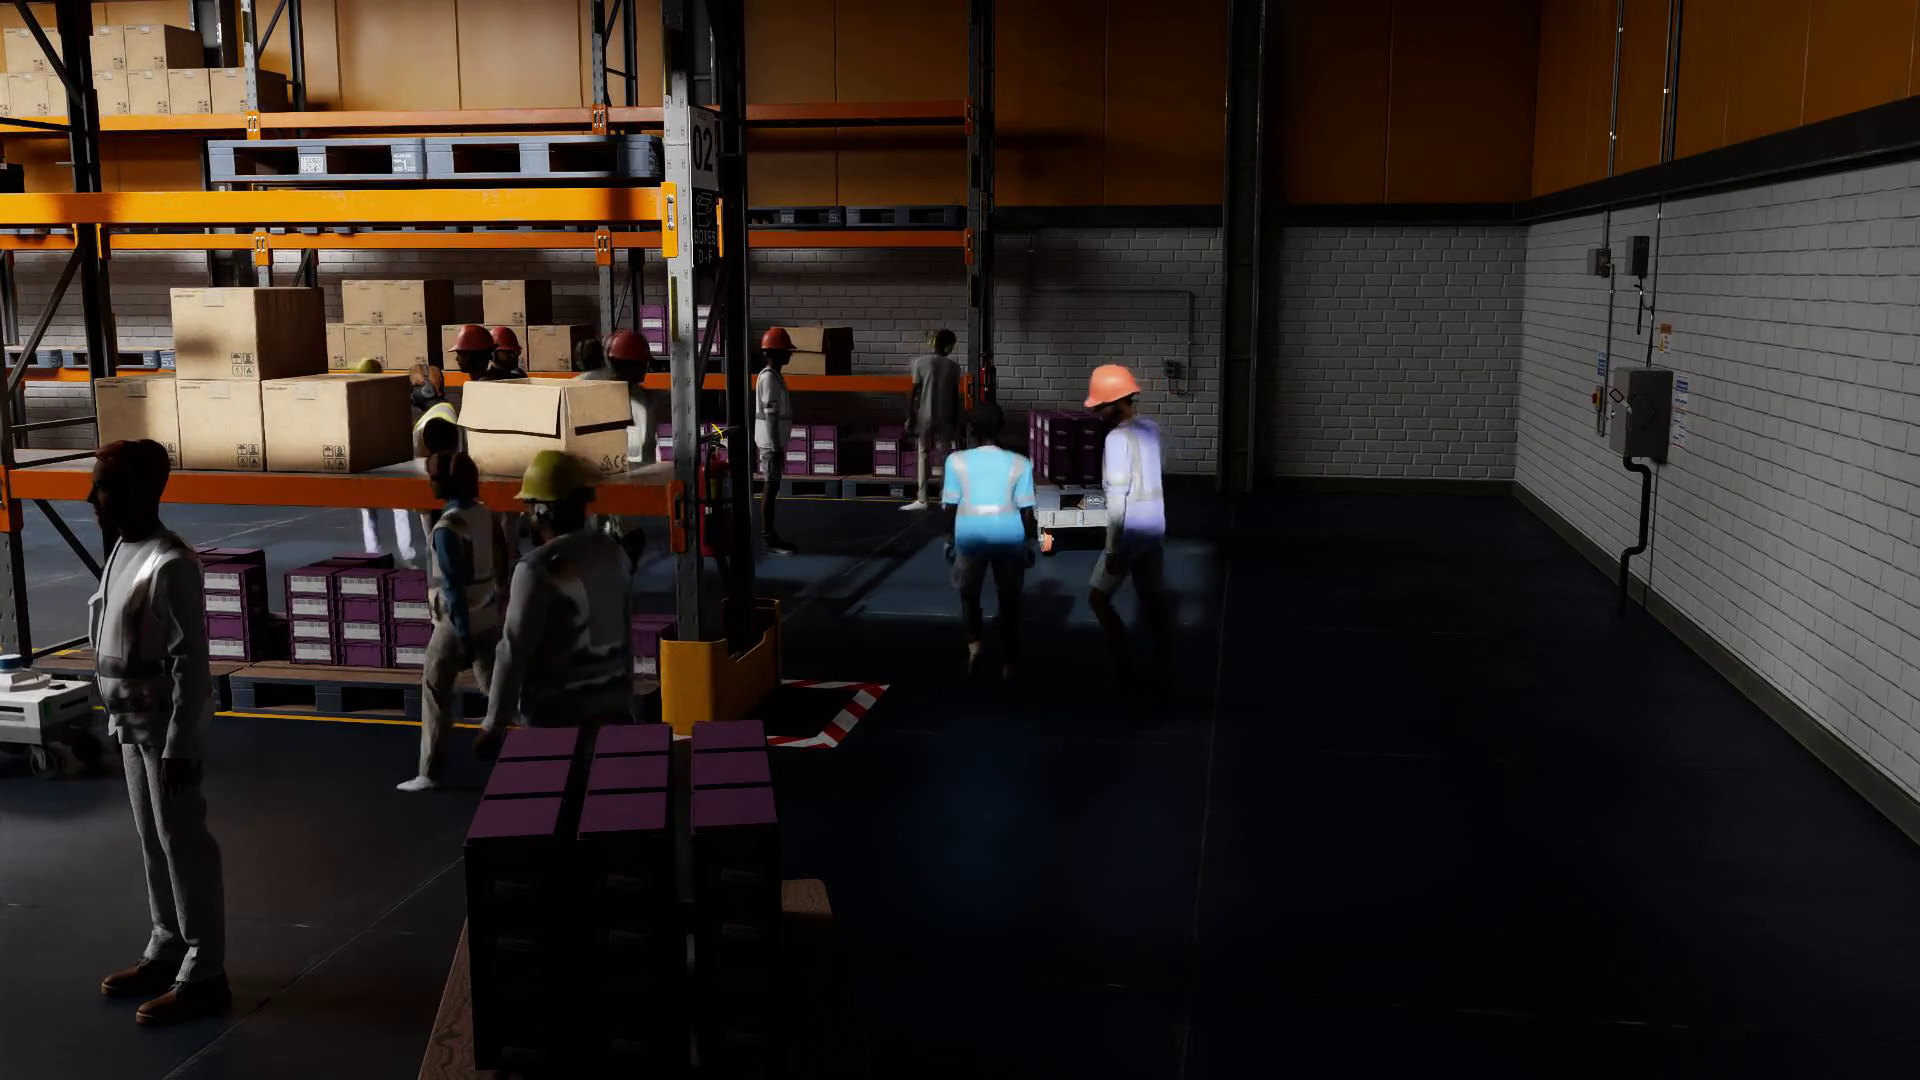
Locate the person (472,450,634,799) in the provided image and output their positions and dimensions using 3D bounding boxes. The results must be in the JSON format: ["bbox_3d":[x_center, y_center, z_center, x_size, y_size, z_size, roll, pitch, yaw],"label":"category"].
[{"bbox_3d":[-1.395,0.577,5.911,0.924,1.791,0.598,3,10,17],"label":"person"}]

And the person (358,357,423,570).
[{"bbox_3d":[-4.573,-0.568,13.148,0.526,1.736,0.749,-7,11,-36],"label":"person"}]

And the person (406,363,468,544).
[{"bbox_3d":[-3.358,-0.213,10.669,0.430,1.835,0.621,-4,10,-22],"label":"person"}]

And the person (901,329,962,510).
[{"bbox_3d":[-0.295,-1.205,16.830,0.665,1.834,0.339,-2,9,-12],"label":"person"}]

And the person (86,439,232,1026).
[{"bbox_3d":[-2.606,0.611,5.382,0.355,1.883,0.573,-9,12,-43],"label":"person"}]

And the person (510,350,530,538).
[{"bbox_3d":[-4.063,-0.925,15.089,0.404,1.827,0.588,-2,9,-12],"label":"person"}]

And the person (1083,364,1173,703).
[{"bbox_3d":[0.995,-0.034,9.332,0.491,1.904,0.759,6,11,32],"label":"person"}]

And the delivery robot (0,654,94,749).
[{"bbox_3d":[-4.579,0.797,8.047,0.707,0.478,0.477,2,9,13],"label":"delivery robot"}]

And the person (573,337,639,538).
[{"bbox_3d":[-2.821,-0.654,13.178,0.653,1.902,0.635,-2,9,-12],"label":"person"}]

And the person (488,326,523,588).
[{"bbox_3d":[-3.498,-0.639,12.793,0.382,1.995,0.612,3,10,19],"label":"person"}]

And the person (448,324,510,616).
[{"bbox_3d":[-3.347,-0.478,11.640,0.381,2.045,0.605,-3,10,-16],"label":"person"}]

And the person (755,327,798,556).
[{"bbox_3d":[-1.565,-0.837,14.192,0.369,1.939,0.542,-1,9,-5],"label":"person"}]

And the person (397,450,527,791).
[{"bbox_3d":[-2.212,0.379,7.667,0.768,1.613,0.503,1,9,8],"label":"person"}]

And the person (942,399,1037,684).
[{"bbox_3d":[0.172,0.030,9.618,0.567,1.677,0.430,0,9,0],"label":"person"}]

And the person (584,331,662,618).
[{"bbox_3d":[-2.203,-0.365,10.986,0.674,2.016,0.656,4,10,23],"label":"person"}]
